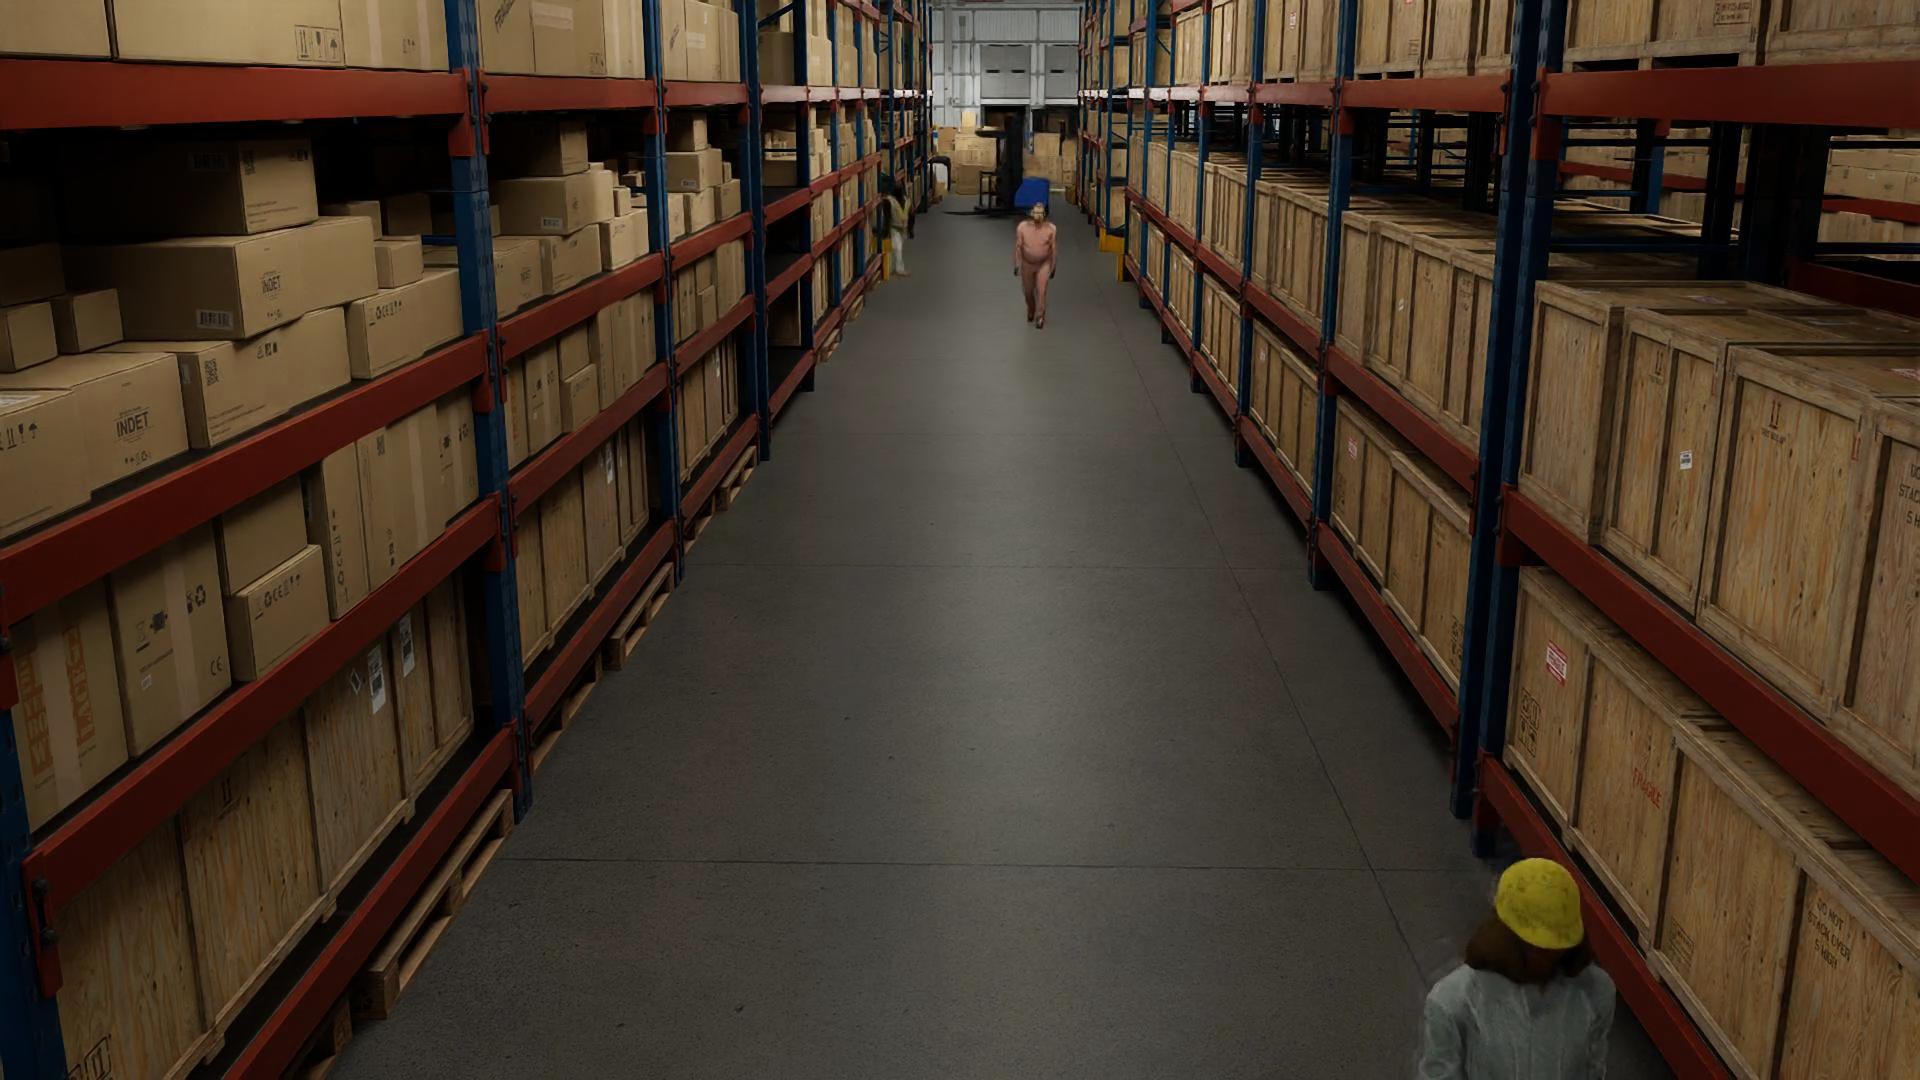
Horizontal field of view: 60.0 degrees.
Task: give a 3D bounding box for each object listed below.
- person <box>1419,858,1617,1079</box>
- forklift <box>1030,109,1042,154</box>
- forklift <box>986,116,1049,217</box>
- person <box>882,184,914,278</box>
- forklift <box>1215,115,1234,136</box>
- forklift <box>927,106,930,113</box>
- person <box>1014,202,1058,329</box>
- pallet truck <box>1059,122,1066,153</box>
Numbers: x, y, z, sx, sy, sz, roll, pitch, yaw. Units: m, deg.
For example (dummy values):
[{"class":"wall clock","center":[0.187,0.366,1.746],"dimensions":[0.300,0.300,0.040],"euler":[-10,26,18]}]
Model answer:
[{"class":"person","center":[1.371,1.588,4.119],"dimensions":[0.510,1.689,0.908],"euler":[0,15,-2]},{"class":"forklift","center":[3.239,-16.823,70.386],"dimensions":[1.873,2.768,1.129],"euler":[4,15,13]},{"class":"forklift","center":[1.536,-10.715,47.657],"dimensions":[1.873,2.768,1.129],"euler":[-4,16,-15]},{"class":"person","center":[-1.147,-5.957,32.039],"dimensions":[0.692,1.780,0.931],"euler":[-12,19,-38]},{"class":"forklift","center":[7.844,-11.484,50.520],"dimensions":[1.129,2.768,1.873],"euler":[0,15,1]},{"class":"forklift","center":[-2.001,-20.667,84.687],"dimensions":[1.129,2.768,1.873],"euler":[0,15,2]},{"class":"person","center":[1.162,-4.181,25.243],"dimensions":[0.652,1.881,0.733],"euler":[3,15,10]},{"class":"pallet truck","center":[5.788,-21.111,88.014],"dimensions":[1.885,1.965,0.823],"euler":[5,16,18]}]
